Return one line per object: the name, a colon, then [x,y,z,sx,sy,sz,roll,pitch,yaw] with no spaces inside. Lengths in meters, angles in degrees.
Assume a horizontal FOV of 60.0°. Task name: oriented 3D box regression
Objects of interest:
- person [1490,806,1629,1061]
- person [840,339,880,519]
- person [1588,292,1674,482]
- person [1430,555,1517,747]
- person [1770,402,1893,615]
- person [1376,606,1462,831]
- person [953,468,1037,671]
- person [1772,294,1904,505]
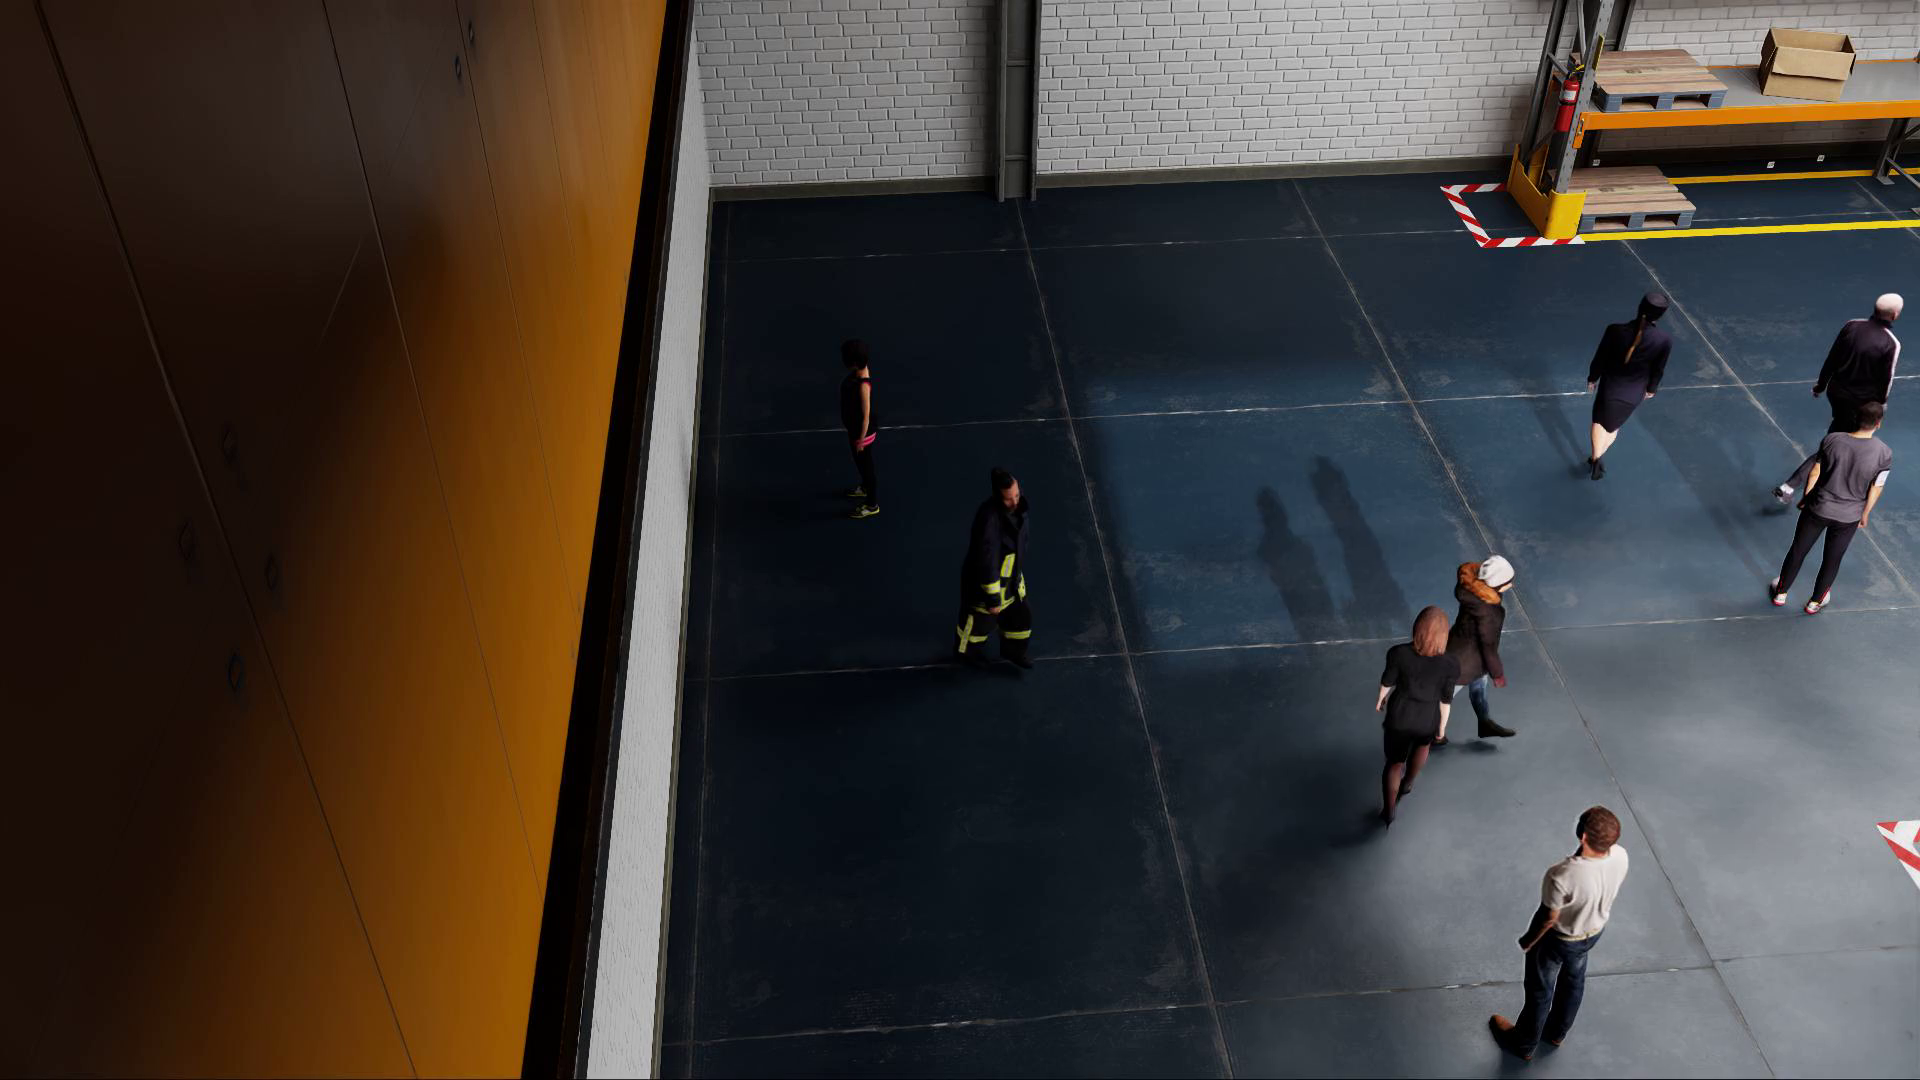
person: [3.237,2.100,8.857,0.619,1.856,0.784,-14,41,-17]
person: [-0.763,-0.888,12.843,0.505,1.552,0.541,-5,39,-6]
person: [5.198,-1.137,13.077,0.891,1.648,0.921,9,39,11]
person: [3.196,0.737,10.765,0.999,1.605,0.811,9,40,11]
person: [6.222,-0.229,11.847,0.681,1.764,0.779,20,43,23]
person: [2.763,1.155,10.176,0.734,1.688,0.782,11,40,14]
person: [0.181,0.151,11.315,1.041,1.834,0.984,19,42,22]
person: [6.789,-1.030,12.828,1.241,1.791,0.851,-13,40,-16]
